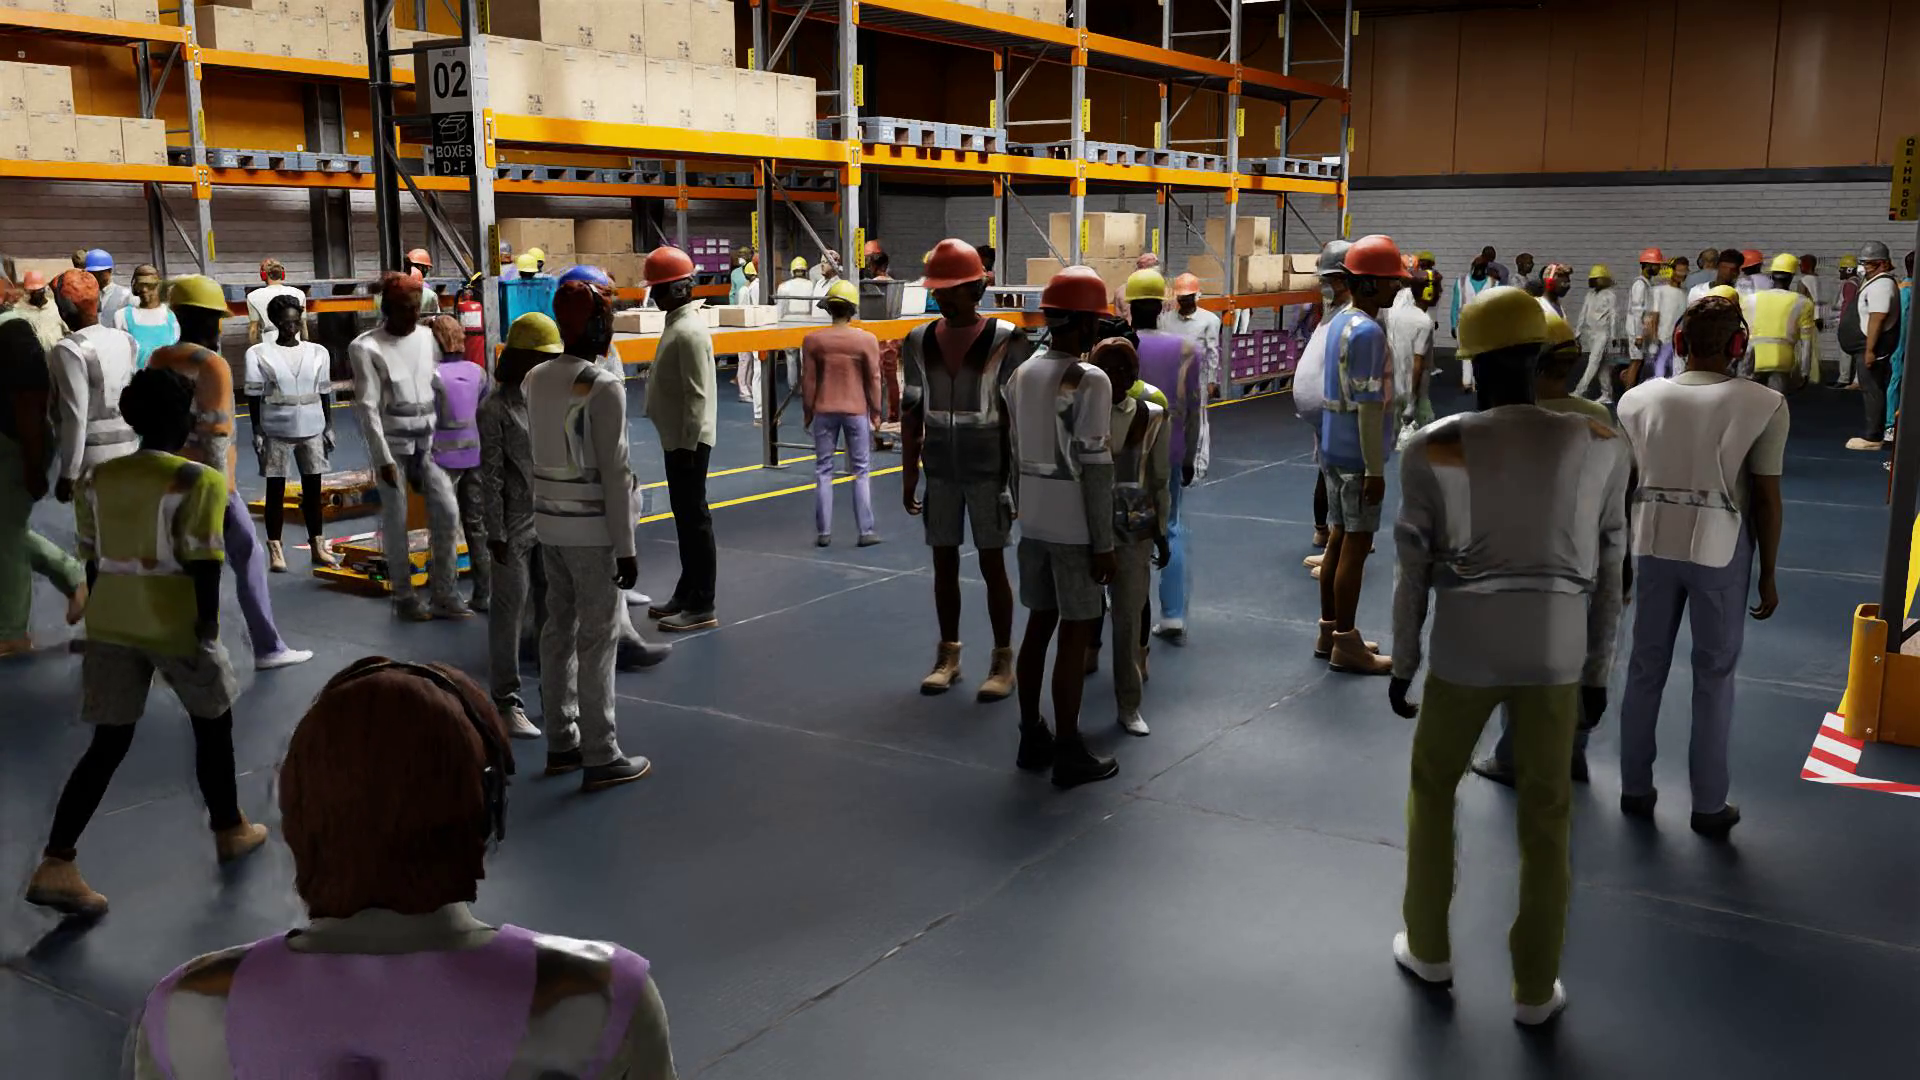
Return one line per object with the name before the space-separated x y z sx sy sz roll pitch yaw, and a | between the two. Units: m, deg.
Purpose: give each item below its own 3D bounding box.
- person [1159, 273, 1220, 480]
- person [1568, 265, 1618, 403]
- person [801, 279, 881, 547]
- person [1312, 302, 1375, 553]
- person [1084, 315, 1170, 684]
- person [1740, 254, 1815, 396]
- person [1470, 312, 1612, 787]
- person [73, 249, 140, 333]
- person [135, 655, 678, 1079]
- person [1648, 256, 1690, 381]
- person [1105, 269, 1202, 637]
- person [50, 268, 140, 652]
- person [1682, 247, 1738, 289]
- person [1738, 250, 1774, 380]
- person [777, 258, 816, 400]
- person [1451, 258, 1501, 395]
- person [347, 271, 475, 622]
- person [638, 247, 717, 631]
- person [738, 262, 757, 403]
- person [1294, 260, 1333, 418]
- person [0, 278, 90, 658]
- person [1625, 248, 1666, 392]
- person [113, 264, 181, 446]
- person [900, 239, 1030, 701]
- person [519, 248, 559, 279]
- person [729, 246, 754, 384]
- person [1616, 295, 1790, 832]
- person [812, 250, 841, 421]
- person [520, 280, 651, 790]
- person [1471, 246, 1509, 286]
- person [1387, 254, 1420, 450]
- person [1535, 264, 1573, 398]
person | 1.921 -1.385 14.126 0.566 1.744 0.350 7 12 32
person | 7.752 -2.512 20.460 0.849 1.703 0.508 -4 11 -19
person | -0.778 -0.831 11.005 0.533 1.765 0.331 1 10 7
person | 2.492 -0.760 10.789 0.318 1.699 0.535 -5 11 -26
person | 0.697 -0.173 7.568 0.537 1.693 0.319 7 13 35
person | 7.057 -1.520 14.455 0.614 1.894 0.676 7 12 33
person | 2.154 0.042 6.191 0.529 1.761 0.340 -3 11 -16
person | -7.742 -1.662 15.123 0.611 1.938 0.412 -1 10 -5
person | -0.526 0.925 1.672 0.552 1.621 0.408 0 10 1
person | 7.685 -2.154 18.091 0.524 1.855 0.702 -3 11 -14
person | 0.975 -0.456 8.630 0.607 1.881 0.989 -2 10 -11
person | -4.247 -0.387 8.206 0.354 1.887 0.573 1 10 6
person | 8.686 -2.428 19.372 0.635 1.936 0.354 1 10 4
person | 9.733 -2.598 20.441 0.670 1.909 0.437 -2 11 -13
person | -2.041 -2.710 21.340 0.625 1.781 0.922 -1 10 -6
person | 6.818 -2.815 21.923 0.654 1.787 0.976 2 11 14
person | -2.856 -0.464 8.692 0.638 1.860 0.593 8 13 39
person | -1.461 -0.524 8.679 0.390 1.988 0.610 -3 11 -17
person | -2.581 -2.590 20.773 0.340 1.761 0.527 4 11 21
person | 4.124 -2.252 18.691 0.814 1.823 0.676 0 10 1
person | -4.633 -0.451 8.129 0.705 2.000 0.744 9 13 39
person | 8.010 -2.443 19.477 0.388 1.931 0.543 6 12 30
person | -5.862 -1.075 12.129 0.514 1.845 0.338 -5 11 -24
person | 0.004 -0.300 7.349 0.613 2.028 0.409 4 11 23
person | -5.242 -2.670 20.743 0.593 1.925 0.382 -7 12 -34
person | -2.972 -3.136 23.294 0.631 1.940 0.372 6 12 29
person | 2.516 0.085 5.734 0.559 1.836 0.394 10 14 43
person | -1.439 -2.245 18.429 0.407 1.913 0.641 -9 13 -40
person | -1.395 -0.015 6.170 0.576 1.880 0.351 10 14 44
person | 8.413 -3.713 26.517 0.628 1.932 0.366 -1 10 -7
person | 4.292 -1.809 16.096 0.355 1.882 0.575 -1 10 -5
person | 4.808 -1.359 13.753 0.389 1.834 0.571 7 13 35
